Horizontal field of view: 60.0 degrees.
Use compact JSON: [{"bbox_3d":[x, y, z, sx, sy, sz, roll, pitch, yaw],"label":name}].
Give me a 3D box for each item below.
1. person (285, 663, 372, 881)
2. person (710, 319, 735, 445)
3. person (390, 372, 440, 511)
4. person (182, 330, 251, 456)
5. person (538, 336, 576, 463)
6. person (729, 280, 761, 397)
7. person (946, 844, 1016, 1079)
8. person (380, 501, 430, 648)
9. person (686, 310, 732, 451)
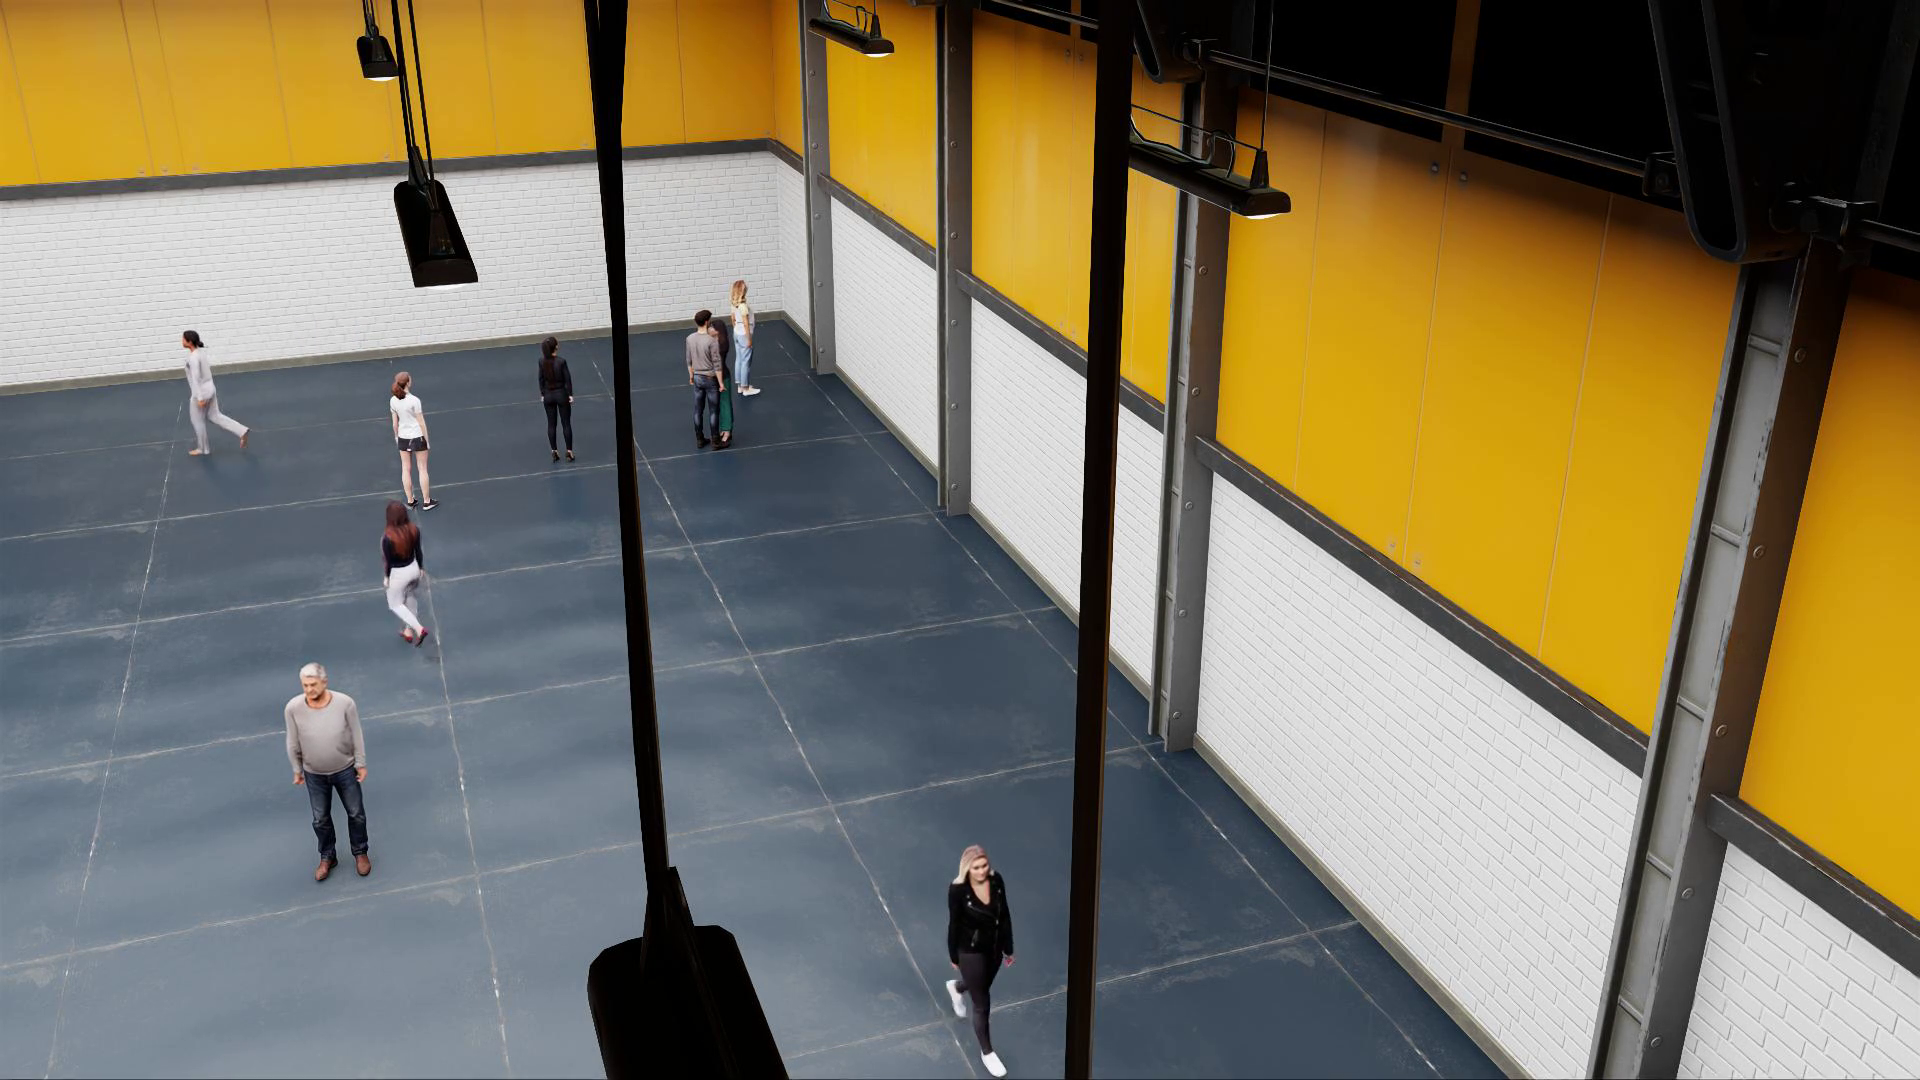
[{"bbox_3d":[-5.033,1.817,13.294,0.767,1.907,0.683,-4,24,-10],"label":"person"},{"bbox_3d":[-3.240,-2.154,22.588,0.721,1.740,0.540,-2,24,-5],"label":"person"},{"bbox_3d":[-6.739,-1.219,20.434,0.663,1.752,0.687,3,24,6],"label":"person"},{"bbox_3d":[-9.991,-1.956,22.170,0.856,1.711,1.044,-3,24,-6],"label":"person"},{"bbox_3d":[-5.324,-1.865,21.962,0.646,1.711,0.633,3,24,7],"label":"person"},{"bbox_3d":[-3.204,-2.988,24.517,0.736,1.723,0.571,-15,28,-31],"label":"person"},{"bbox_3d":[0.103,2.779,11.403,0.758,1.660,1.134,-14,27,-29],"label":"person"},{"bbox_3d":[-5.665,0.375,16.979,0.958,1.598,0.849,17,29,34],"label":"person"},{"bbox_3d":[-3.426,-2.156,22.388,0.754,1.903,0.823,11,26,24],"label":"person"}]
